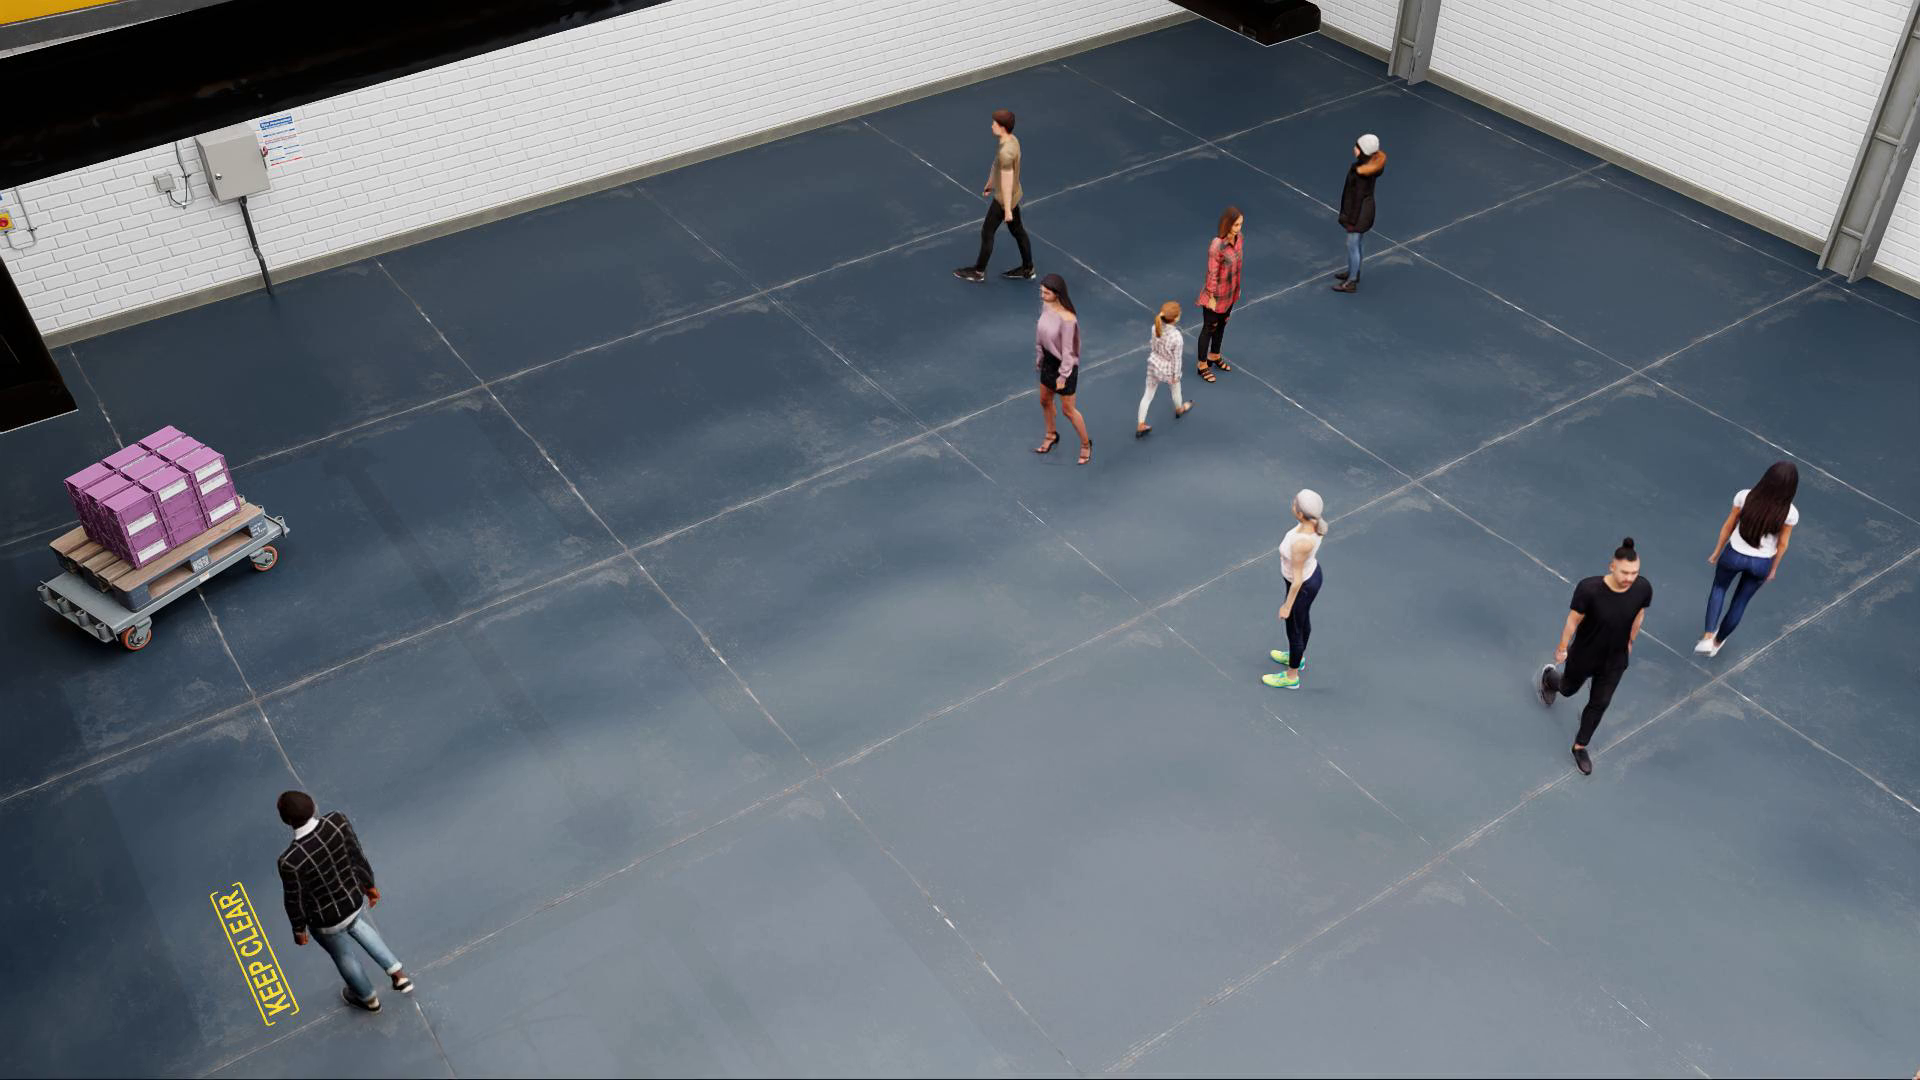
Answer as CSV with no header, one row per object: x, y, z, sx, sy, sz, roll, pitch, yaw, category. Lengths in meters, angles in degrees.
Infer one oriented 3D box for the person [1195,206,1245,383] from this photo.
2.365,-2.253,15.087,0.623,1.702,0.657,29,47,32,person

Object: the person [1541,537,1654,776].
4.302,0.674,11.310,1.053,1.842,1.200,0,39,0,person

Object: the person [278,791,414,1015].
-3.507,2.128,9.516,0.893,1.809,0.832,18,42,21,person

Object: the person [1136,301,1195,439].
1.717,-1.461,14.442,0.908,1.269,0.709,32,48,33,person

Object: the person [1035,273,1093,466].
0.831,-1.440,13.993,0.789,1.798,0.605,-20,43,-23,person

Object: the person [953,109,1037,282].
0.548,-3.349,16.367,1.142,1.817,1.098,6,39,7,person

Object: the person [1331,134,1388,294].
3.925,-3.222,16.356,0.769,1.633,0.730,12,40,15,person

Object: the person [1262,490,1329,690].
2.432,0.344,11.834,0.699,1.704,0.686,16,41,19,person

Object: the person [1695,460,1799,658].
5.629,0.204,11.957,0.785,1.769,0.812,22,44,26,person
